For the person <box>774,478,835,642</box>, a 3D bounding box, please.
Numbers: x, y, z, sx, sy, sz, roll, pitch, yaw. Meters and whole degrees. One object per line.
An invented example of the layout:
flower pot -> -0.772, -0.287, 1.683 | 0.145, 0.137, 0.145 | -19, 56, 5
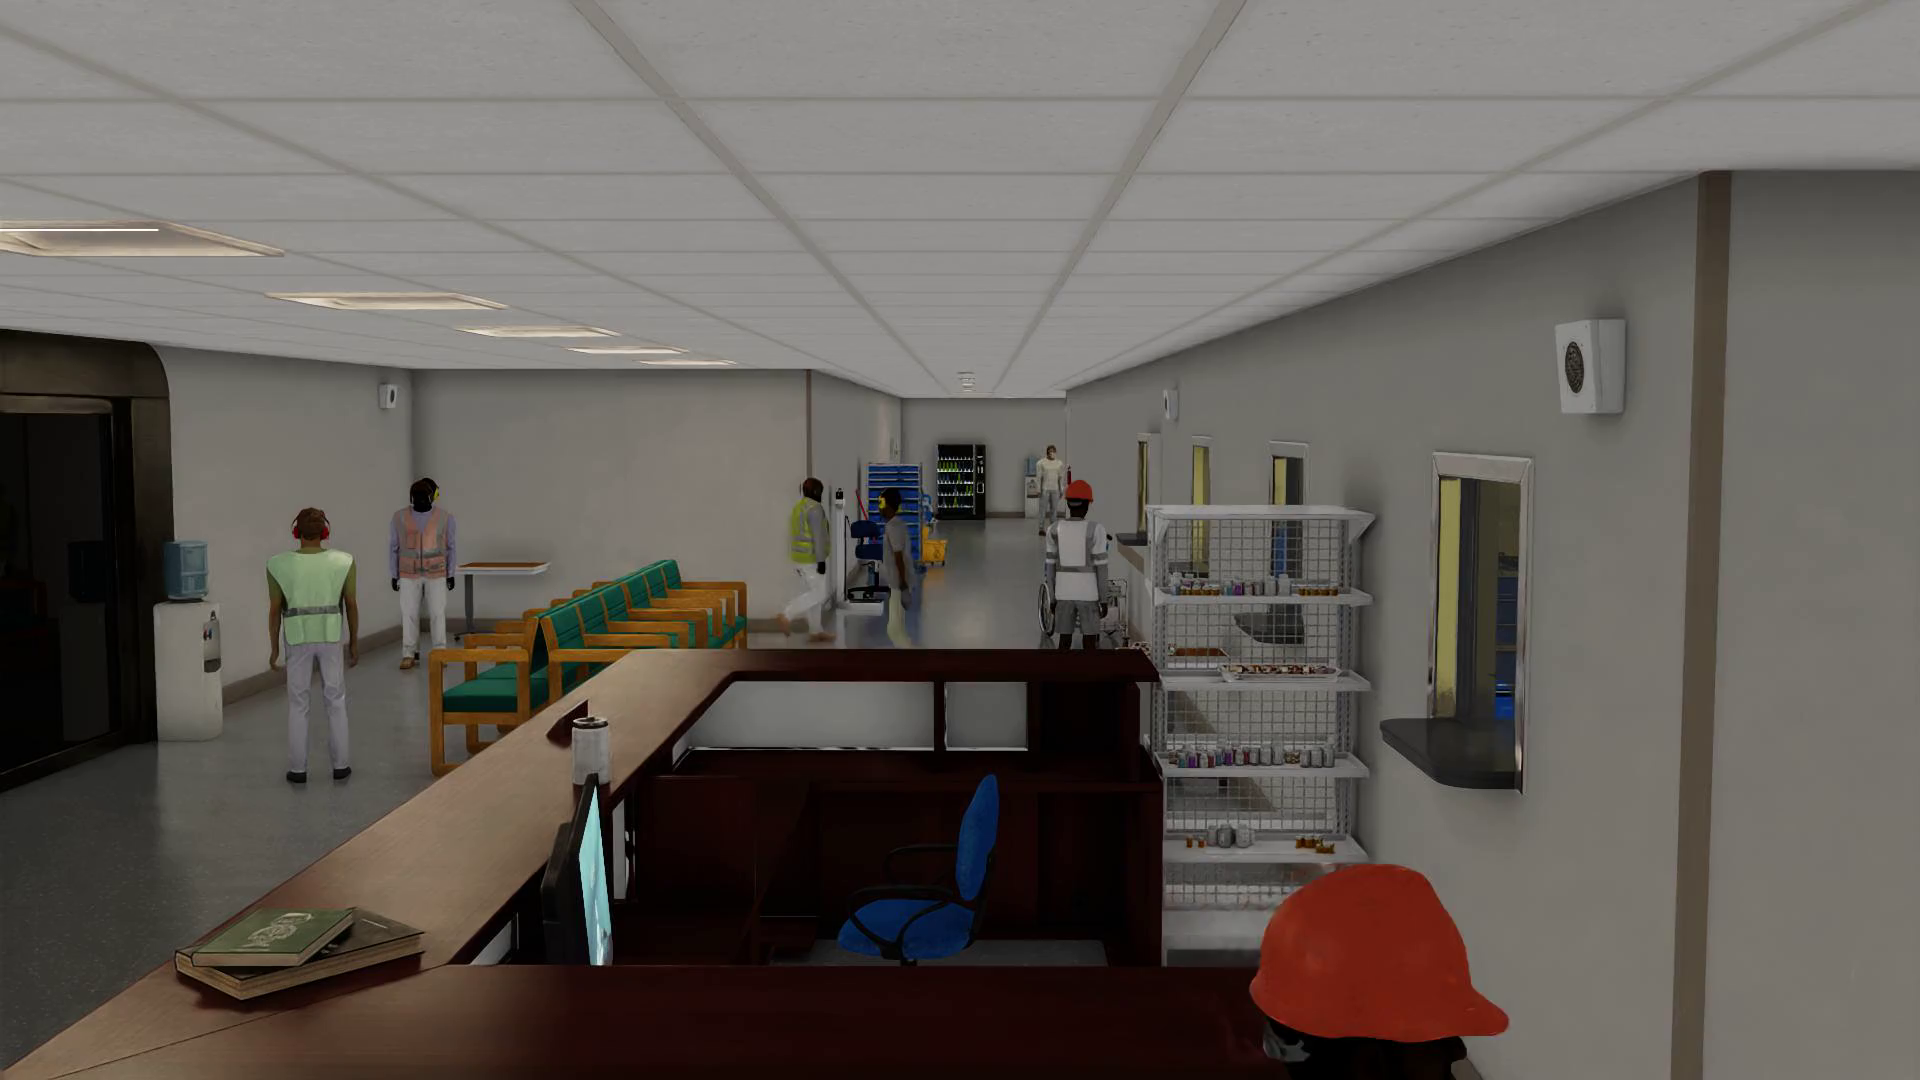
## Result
person -> -1.705, 0.229, 18.103 | 0.630, 1.807, 0.687 | -2, 4, -22

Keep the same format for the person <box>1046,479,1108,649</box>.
person -> 0.995, 0.460, 13.957 | 0.542, 1.936, 0.362 | 2, 4, 24

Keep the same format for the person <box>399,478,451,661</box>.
person -> -5.394, 0.298, 16.800 | 0.533, 1.855, 0.343 | -2, 4, -23

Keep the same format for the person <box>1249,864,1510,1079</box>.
person -> 0.497, 1.334, 2.073 | 1.027, 1.874, 0.569 | 0, 4, -6

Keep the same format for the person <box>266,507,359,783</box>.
person -> -4.329, 0.704, 11.151 | 0.570, 1.845, 0.383 | -2, 5, -26

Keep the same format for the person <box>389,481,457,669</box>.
person -> -5.253, 0.342, 16.266 | 0.633, 1.843, 0.429 | -1, 4, -14

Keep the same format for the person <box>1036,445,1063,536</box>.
person -> 1.895, -1.042, 35.099 | 0.628, 1.932, 0.372 | -2, 4, -23

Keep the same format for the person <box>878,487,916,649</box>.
person -> -0.554, 0.441, 14.968 | 0.458, 1.827, 0.589 | 0, 4, 6
